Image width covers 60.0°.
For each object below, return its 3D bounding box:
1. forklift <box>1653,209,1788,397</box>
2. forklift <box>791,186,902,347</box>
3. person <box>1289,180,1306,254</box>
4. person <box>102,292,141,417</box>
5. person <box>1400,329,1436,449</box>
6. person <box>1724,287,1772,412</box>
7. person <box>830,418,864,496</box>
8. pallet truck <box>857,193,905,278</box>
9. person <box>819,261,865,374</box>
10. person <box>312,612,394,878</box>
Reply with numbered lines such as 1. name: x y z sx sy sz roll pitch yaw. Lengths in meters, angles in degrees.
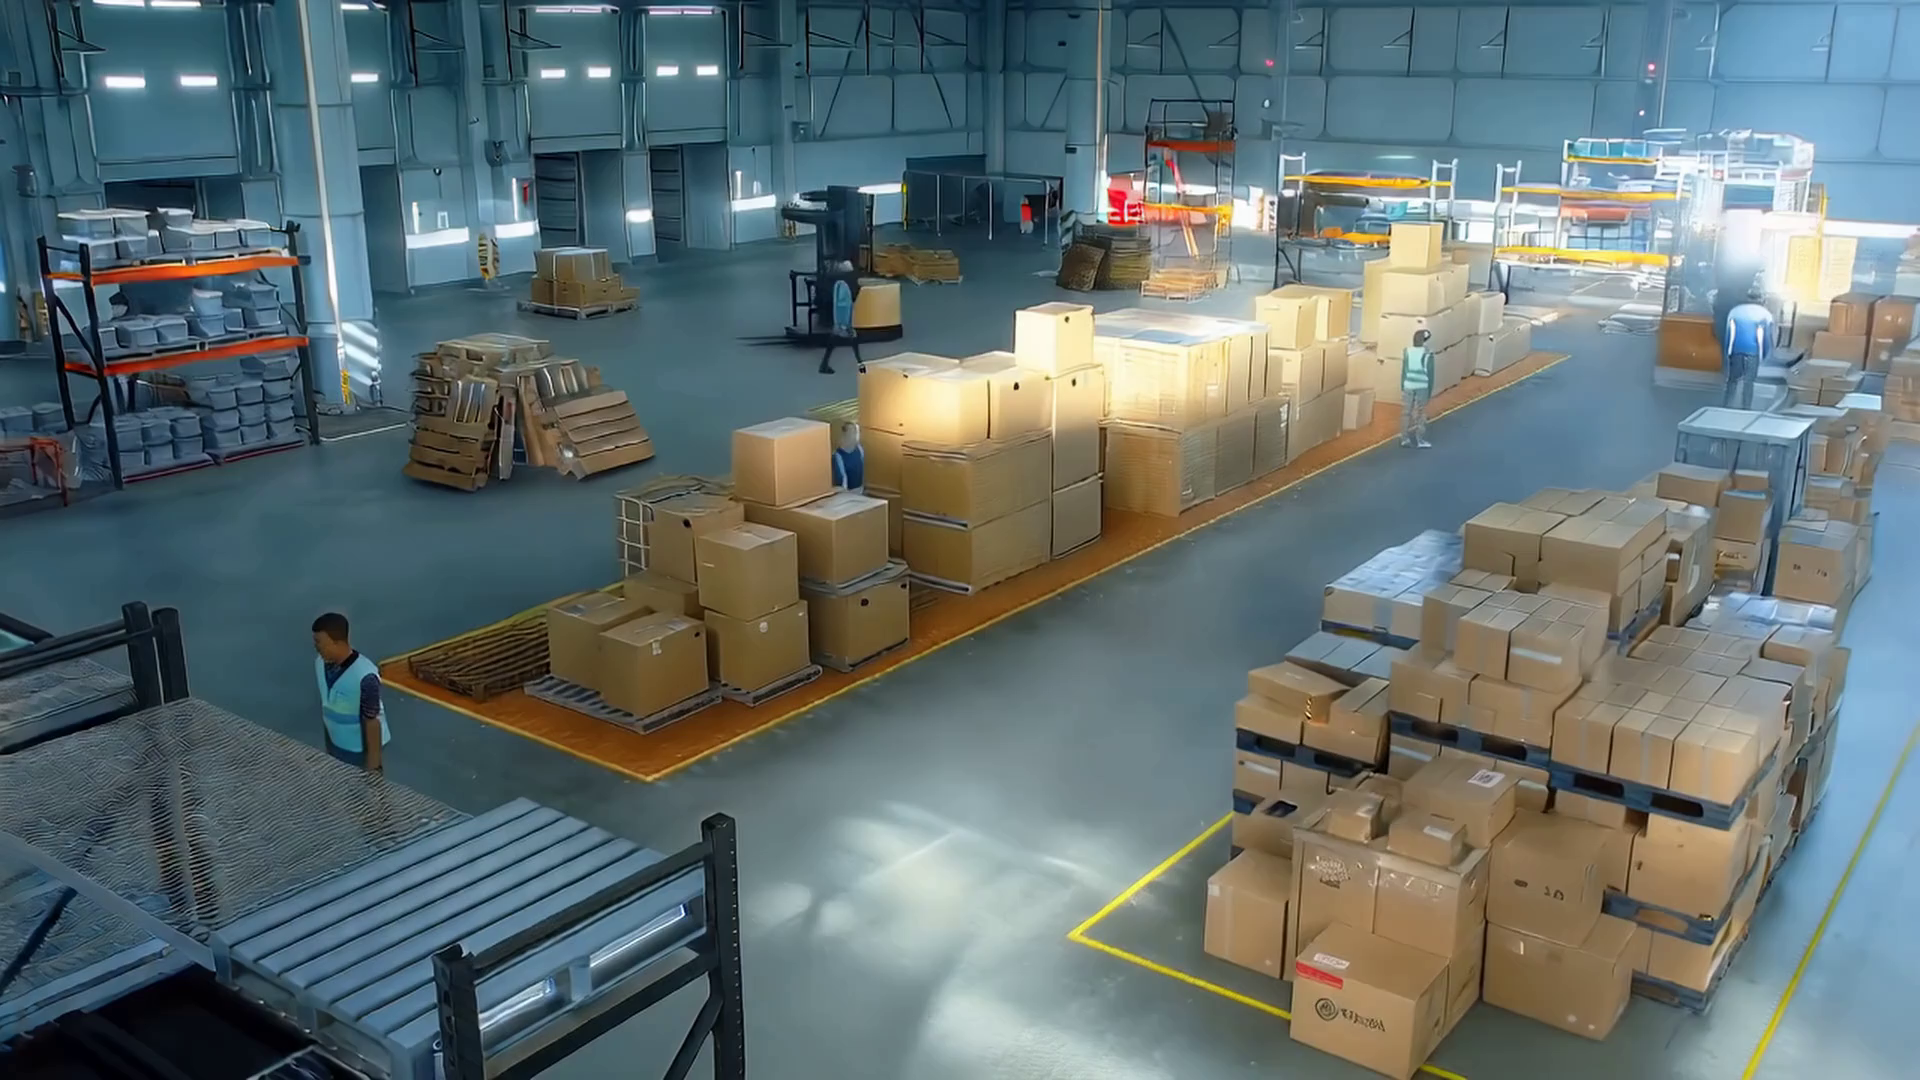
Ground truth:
1. forklift: 12.271 -3.827 26.446 1.873 2.768 1.129 12 21 35
2. forklift: -2.113 -5.071 30.565 1.873 2.768 1.129 -7 18 -21
3. person: 8.797 -8.440 43.332 0.379 1.937 0.629 0 17 -1
4. person: -12.054 -2.615 24.043 0.378 1.932 0.551 8 18 24
5. person: 6.254 -2.066 22.729 0.307 1.641 0.514 -15 22 -40
6. person: 11.584 -2.763 24.527 0.372 1.939 0.629 -14 22 -39
7. person: -1.040 -0.276 16.417 0.719 1.857 0.580 12 20 34
8. pallet truck: -1.936 -7.159 38.982 1.885 1.965 0.823 -12 21 -34
9. person: -1.935 -3.712 27.765 0.987 1.885 0.563 -6 18 -19
10. person: -3.968 1.367 10.913 0.593 1.909 0.404 13 21 36
